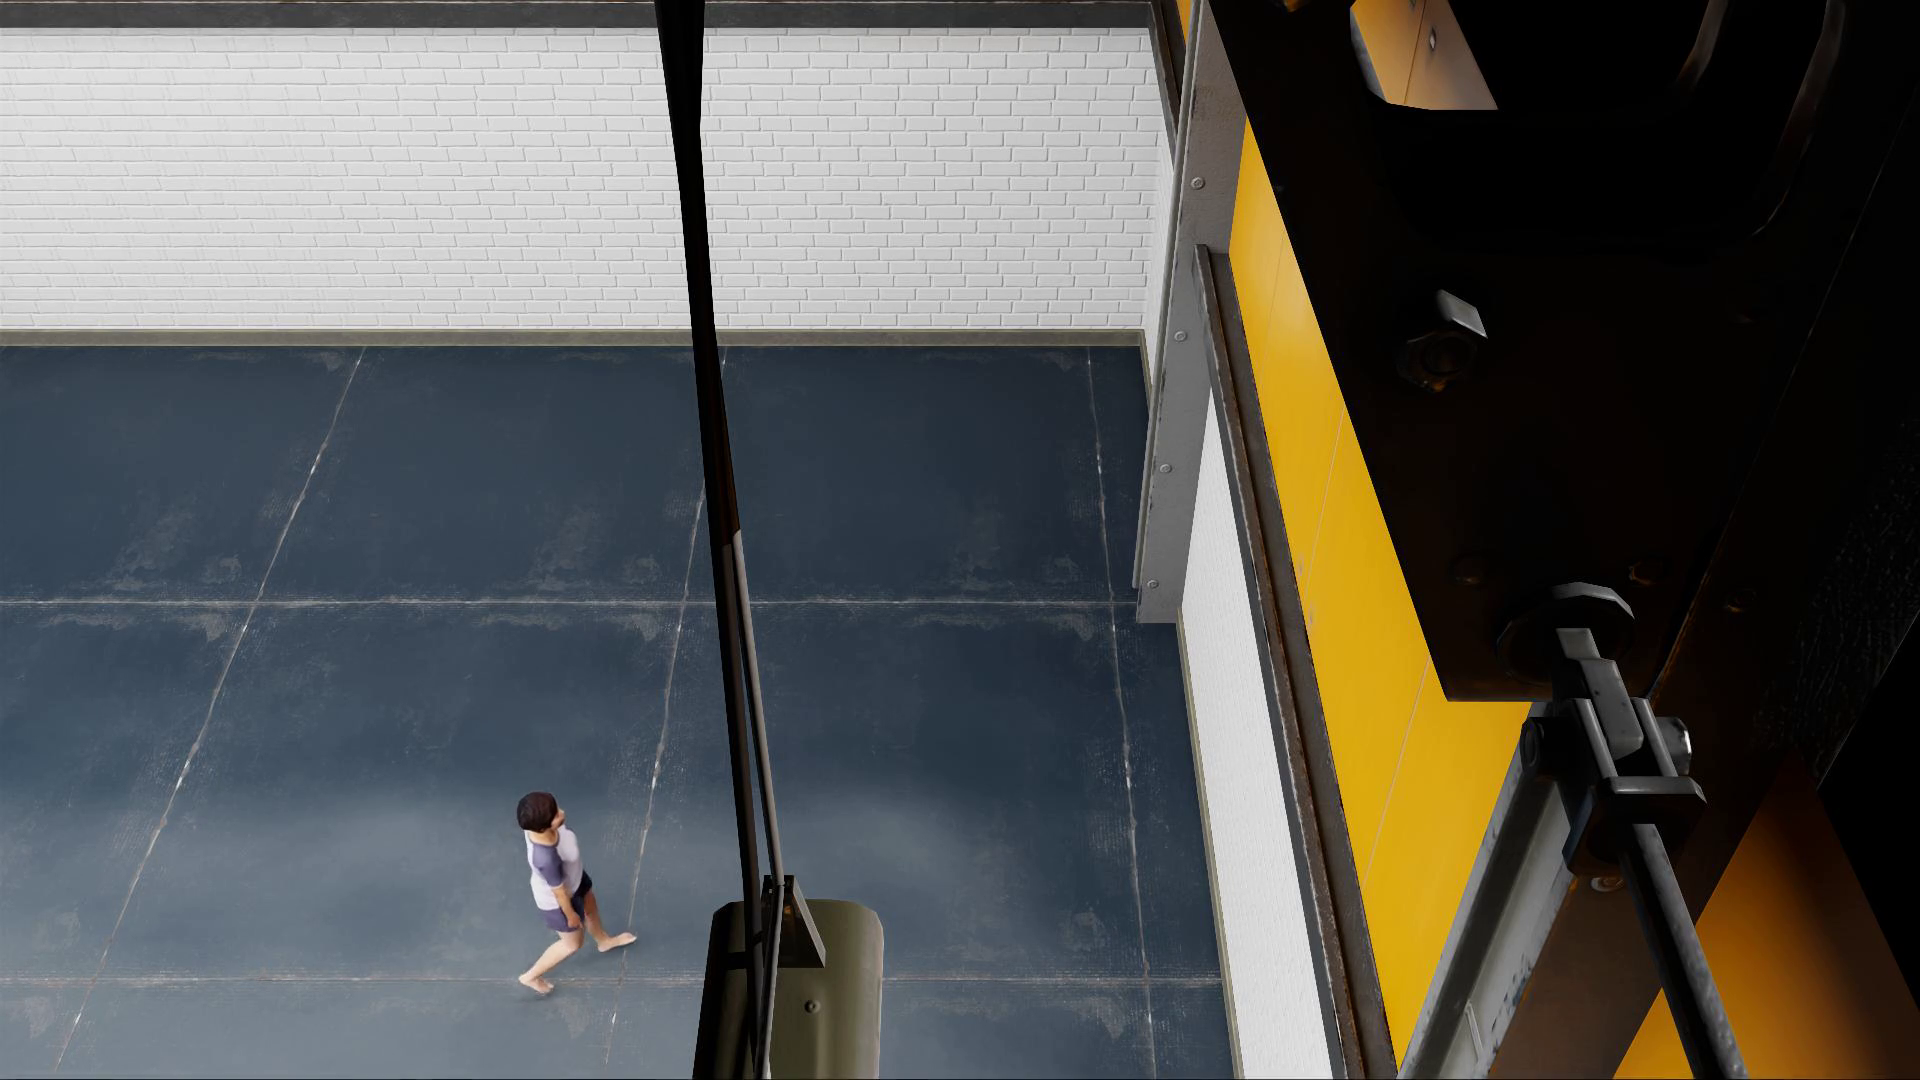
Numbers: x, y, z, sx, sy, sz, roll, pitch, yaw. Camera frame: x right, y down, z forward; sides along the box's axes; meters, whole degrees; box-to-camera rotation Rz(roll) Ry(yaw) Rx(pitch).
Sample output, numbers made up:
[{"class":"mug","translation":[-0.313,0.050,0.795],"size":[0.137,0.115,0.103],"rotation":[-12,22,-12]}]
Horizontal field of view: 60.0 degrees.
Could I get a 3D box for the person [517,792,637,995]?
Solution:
[{"class":"person","translation":[-2.212,1.901,8.996],"size":[0.820,1.547,0.916],"rotation":[-14,45,-14]}]
